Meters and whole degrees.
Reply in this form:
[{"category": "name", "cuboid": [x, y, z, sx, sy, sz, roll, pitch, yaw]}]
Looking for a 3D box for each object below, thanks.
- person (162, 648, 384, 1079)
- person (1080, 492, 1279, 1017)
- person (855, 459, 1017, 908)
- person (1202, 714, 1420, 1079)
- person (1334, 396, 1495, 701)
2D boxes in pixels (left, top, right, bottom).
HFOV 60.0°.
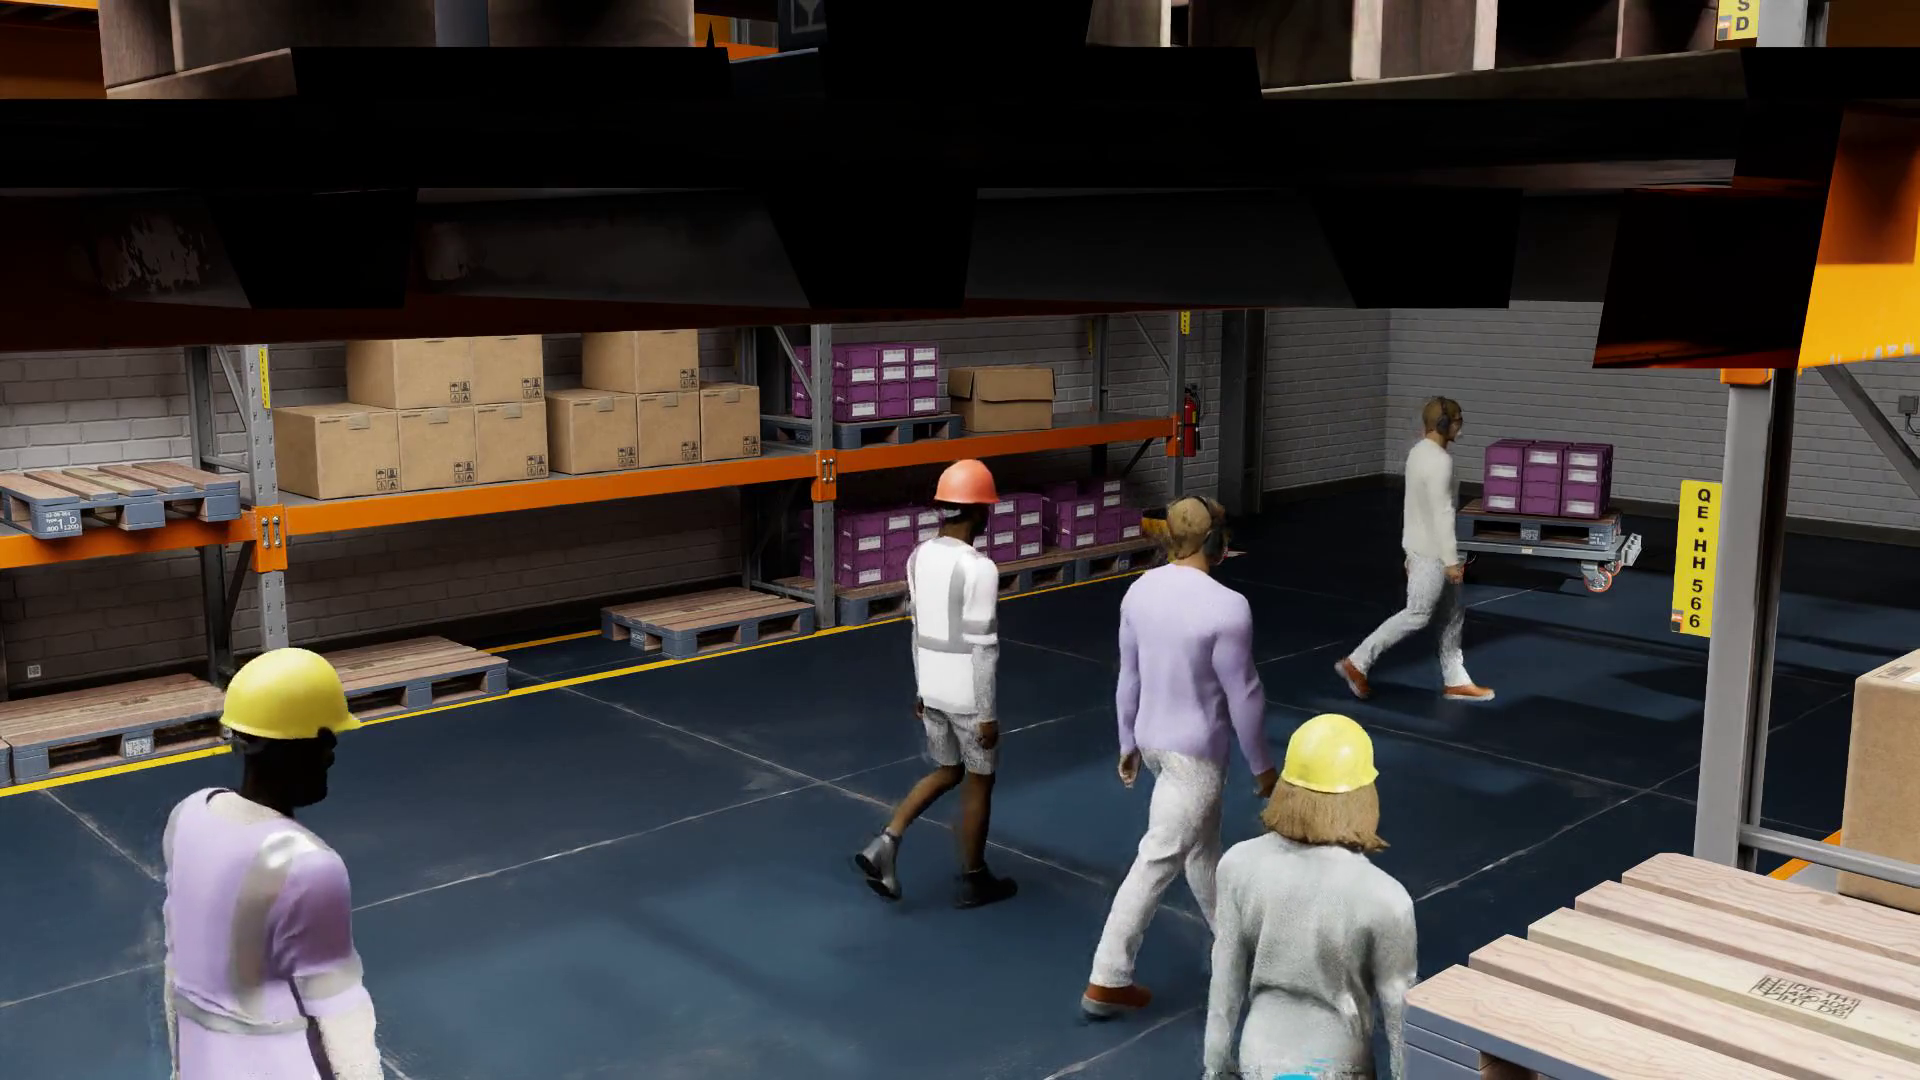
[{"category": "person", "cuboid": [-1.433, 1.164, 3.709, 0.624, 1.901, 0.697, 8, 13, 40]}, {"category": "person", "cuboid": [0.827, 0.770, 6.105, 1.037, 1.895, 0.628, -5, 11, -28]}, {"category": "person", "cuboid": [-0.061, 0.625, 6.863, 0.641, 1.919, 0.544, -7, 12, -35]}, {"category": "person", "cuboid": [0.797, 1.249, 3.854, 0.500, 1.710, 0.892, 9, 13, 42]}, {"category": "person", "cuboid": [2.808, 0.067, 10.166, 0.925, 1.907, 0.632, 2, 10, 10]}]
